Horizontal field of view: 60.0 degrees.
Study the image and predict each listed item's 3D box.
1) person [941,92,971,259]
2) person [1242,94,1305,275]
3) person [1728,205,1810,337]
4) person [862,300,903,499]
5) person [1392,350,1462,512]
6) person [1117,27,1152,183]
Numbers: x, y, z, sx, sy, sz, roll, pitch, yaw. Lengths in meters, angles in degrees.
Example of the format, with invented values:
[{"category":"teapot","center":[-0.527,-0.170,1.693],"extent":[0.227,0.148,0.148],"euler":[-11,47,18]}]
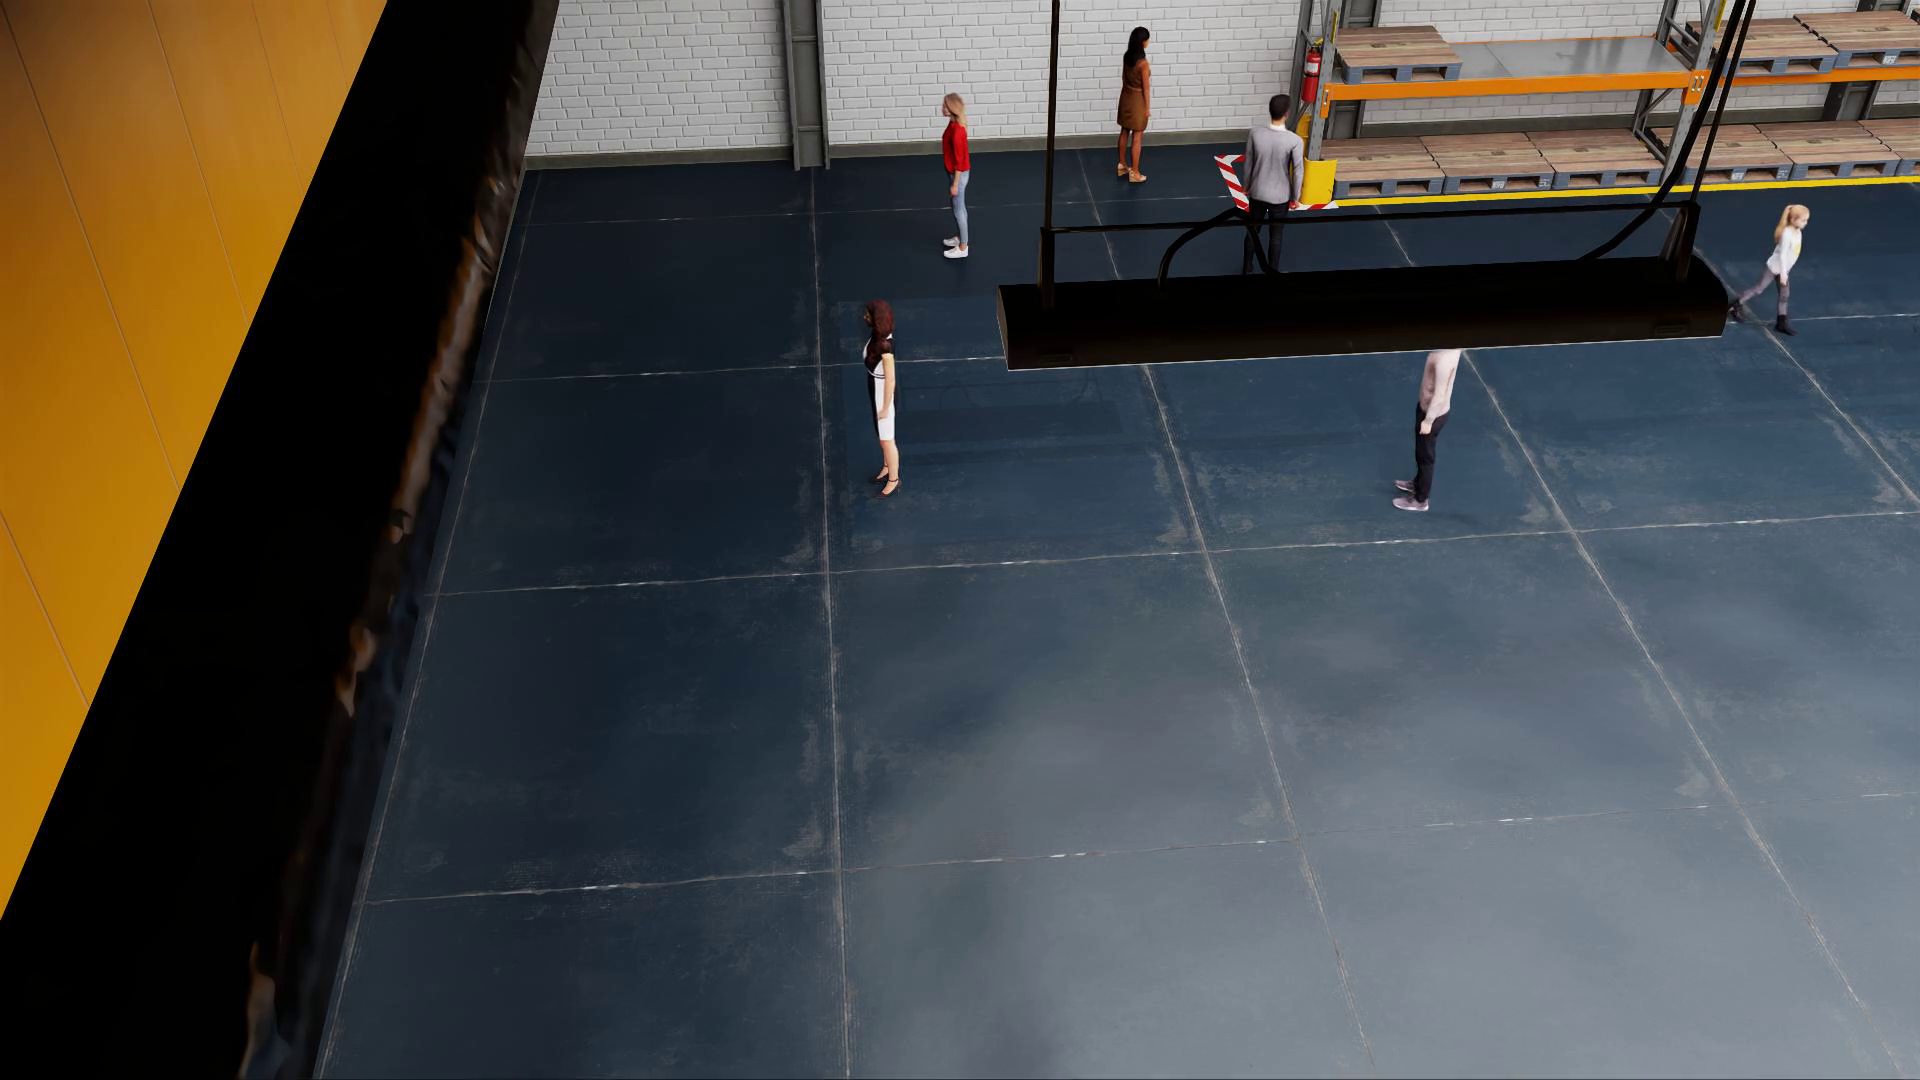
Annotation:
[{"category":"person","center":[-0.032,-3.612,16.478],"extent":[0.515,1.704,0.634],"euler":[0,39,-1]},{"category":"person","center":[2.974,-3.354,15.982],"extent":[0.785,1.921,0.896],"euler":[20,43,23]},{"category":"person","center":[7.553,-2.545,15.503],"extent":[0.900,1.254,0.863],"euler":[-28,46,-30]},{"category":"person","center":[-0.619,-1.129,13.296],"extent":[0.510,1.796,0.607],"euler":[-7,39,-8]},{"category":"person","center":[3.734,-1.036,13.171],"extent":[0.670,1.807,0.698],"euler":[11,40,14]},{"category":"person","center":[1.865,-4.660,17.805],"extent":[0.649,1.685,0.641],"euler":[-22,43,-25]}]
